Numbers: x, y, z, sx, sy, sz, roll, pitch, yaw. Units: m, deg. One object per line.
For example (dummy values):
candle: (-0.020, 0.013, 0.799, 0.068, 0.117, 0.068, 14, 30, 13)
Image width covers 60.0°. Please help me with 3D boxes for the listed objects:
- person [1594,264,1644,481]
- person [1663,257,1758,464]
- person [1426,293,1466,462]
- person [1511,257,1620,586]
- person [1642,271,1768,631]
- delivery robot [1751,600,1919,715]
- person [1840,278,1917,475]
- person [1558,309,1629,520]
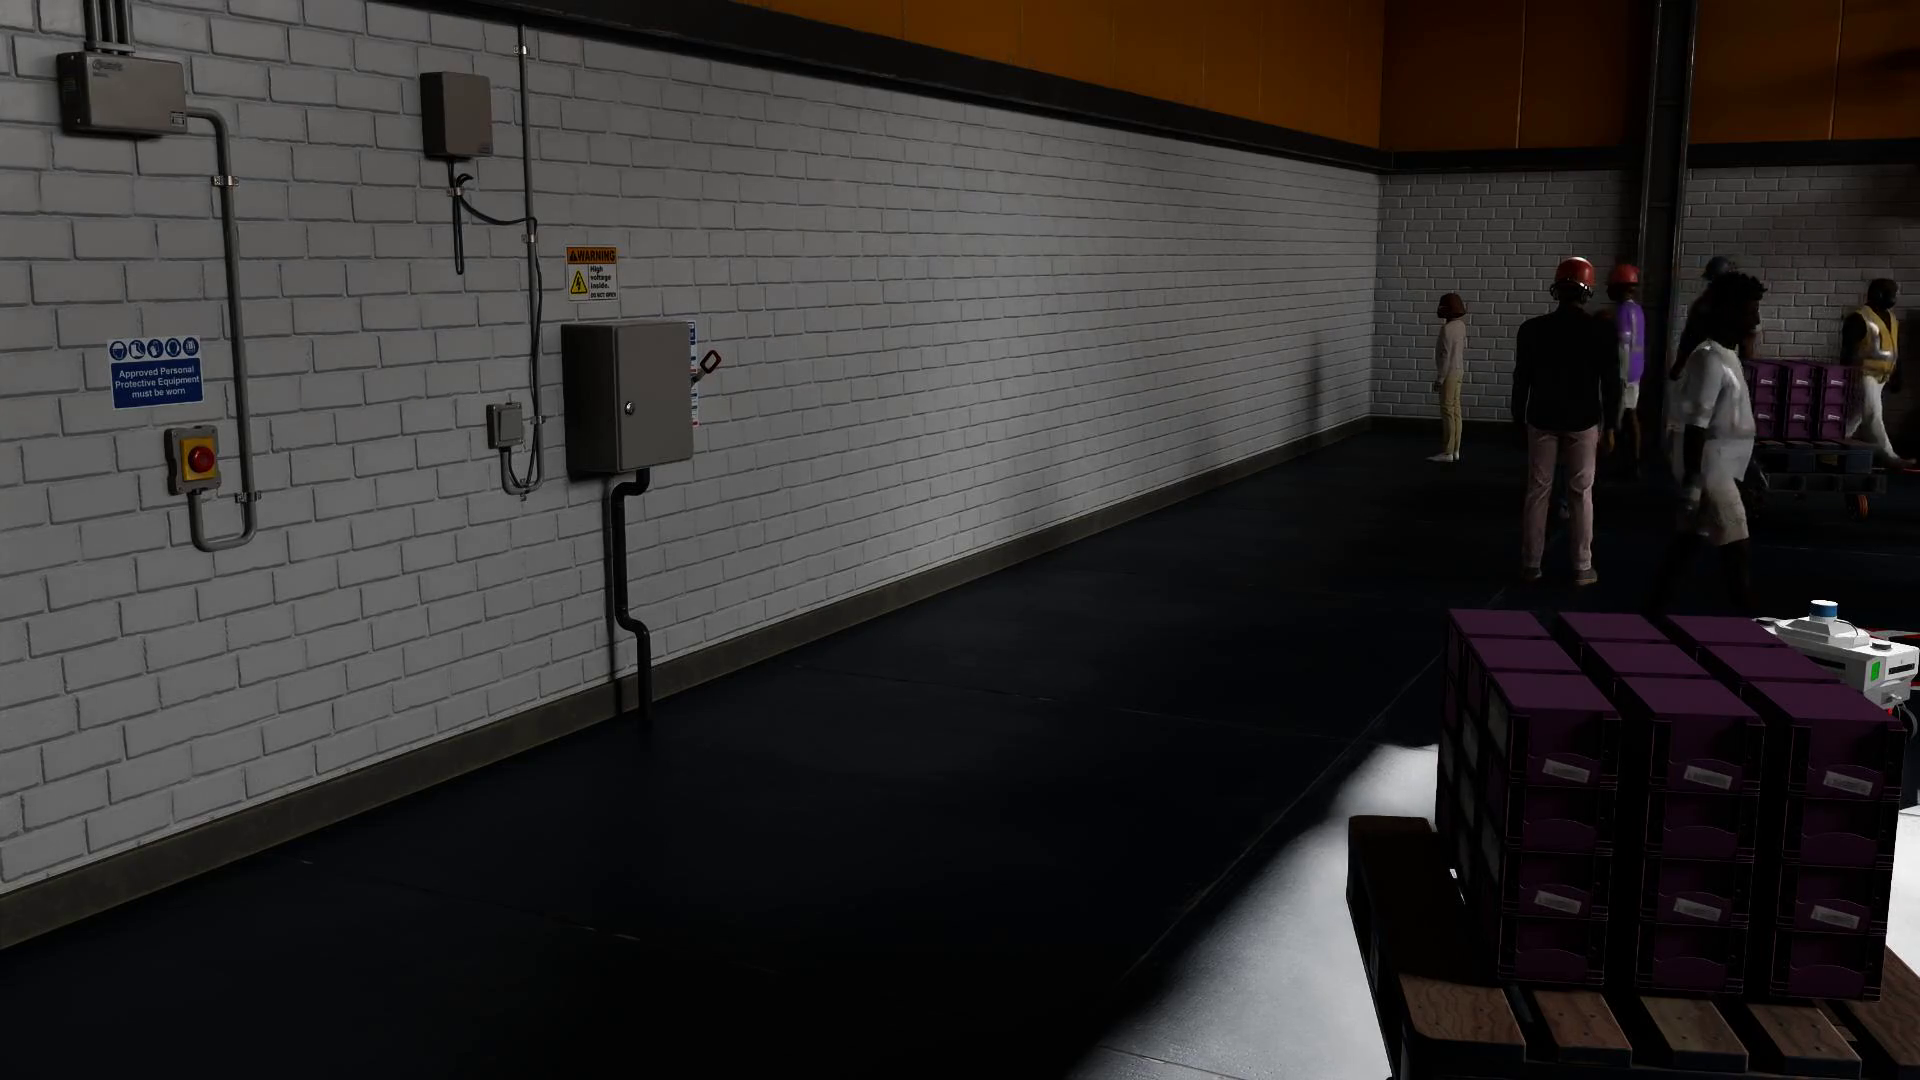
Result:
person: (5.794, -1.491, 14.861, 0.754, 1.913, 0.582, 7, 12, 36)
person: (7.001, -1.672, 15.554, 1.027, 2.000, 0.692, -3, 10, -16)
person: (4.743, -1.573, 16.163, 0.284, 1.633, 0.497, 7, 12, 34)
person: (3.692, -0.718, 10.164, 0.625, 1.992, 0.386, 5, 11, 27)
person: (3.758, -0.328, 8.096, 0.865, 1.927, 0.629, 5, 11, 26)
delivery robot: (3.627, 0.499, 7.015, 0.477, 0.478, 0.707, -6, 11, -30)
person: (8.462, -1.511, 15.364, 0.639, 1.786, 0.975, -6, 11, -31)
person: (4.745, -0.939, 12.565, 0.528, 1.600, 0.606, 1, 10, 8)
